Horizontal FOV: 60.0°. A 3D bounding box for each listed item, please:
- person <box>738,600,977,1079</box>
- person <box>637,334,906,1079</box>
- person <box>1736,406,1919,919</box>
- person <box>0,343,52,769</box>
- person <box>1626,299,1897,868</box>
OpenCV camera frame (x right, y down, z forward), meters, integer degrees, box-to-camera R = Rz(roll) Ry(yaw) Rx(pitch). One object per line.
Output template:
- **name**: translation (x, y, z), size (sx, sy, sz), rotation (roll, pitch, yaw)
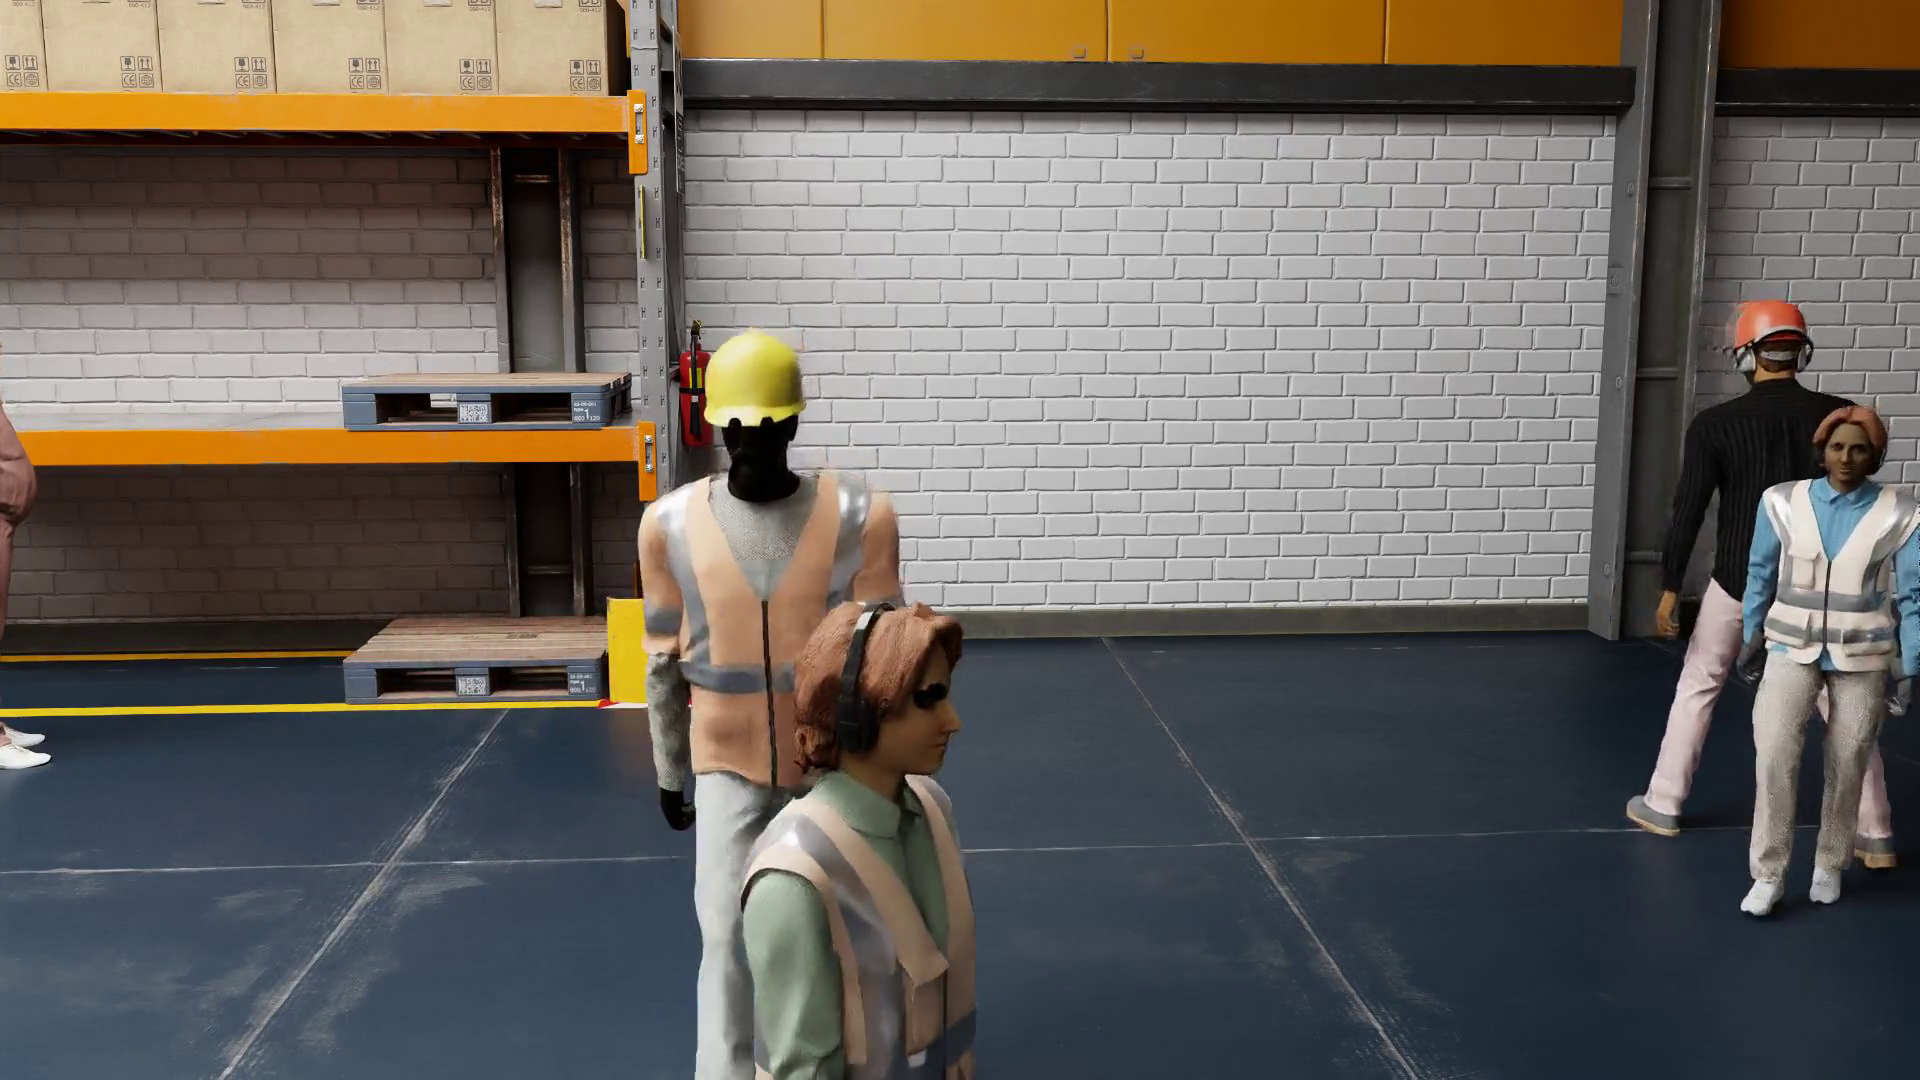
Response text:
- **person**: translation (-0.176, 0.865, 2.307), size (0.843, 1.599, 0.513), rotation (5, 10, 27)
- **person**: translation (-0.406, 0.502, 3.668), size (0.610, 1.883, 0.926), rotation (-1, 9, -4)
- **person**: translation (2.699, 0.394, 5.189), size (0.548, 1.610, 0.690), rotation (6, 11, 34)
- **person**: translation (-4.025, -0.014, 6.865), size (0.407, 1.910, 0.640), rotation (-5, 10, -30)
- **person**: translation (2.835, 0.141, 5.837), size (0.819, 1.940, 0.567), rotation (2, 9, 13)
